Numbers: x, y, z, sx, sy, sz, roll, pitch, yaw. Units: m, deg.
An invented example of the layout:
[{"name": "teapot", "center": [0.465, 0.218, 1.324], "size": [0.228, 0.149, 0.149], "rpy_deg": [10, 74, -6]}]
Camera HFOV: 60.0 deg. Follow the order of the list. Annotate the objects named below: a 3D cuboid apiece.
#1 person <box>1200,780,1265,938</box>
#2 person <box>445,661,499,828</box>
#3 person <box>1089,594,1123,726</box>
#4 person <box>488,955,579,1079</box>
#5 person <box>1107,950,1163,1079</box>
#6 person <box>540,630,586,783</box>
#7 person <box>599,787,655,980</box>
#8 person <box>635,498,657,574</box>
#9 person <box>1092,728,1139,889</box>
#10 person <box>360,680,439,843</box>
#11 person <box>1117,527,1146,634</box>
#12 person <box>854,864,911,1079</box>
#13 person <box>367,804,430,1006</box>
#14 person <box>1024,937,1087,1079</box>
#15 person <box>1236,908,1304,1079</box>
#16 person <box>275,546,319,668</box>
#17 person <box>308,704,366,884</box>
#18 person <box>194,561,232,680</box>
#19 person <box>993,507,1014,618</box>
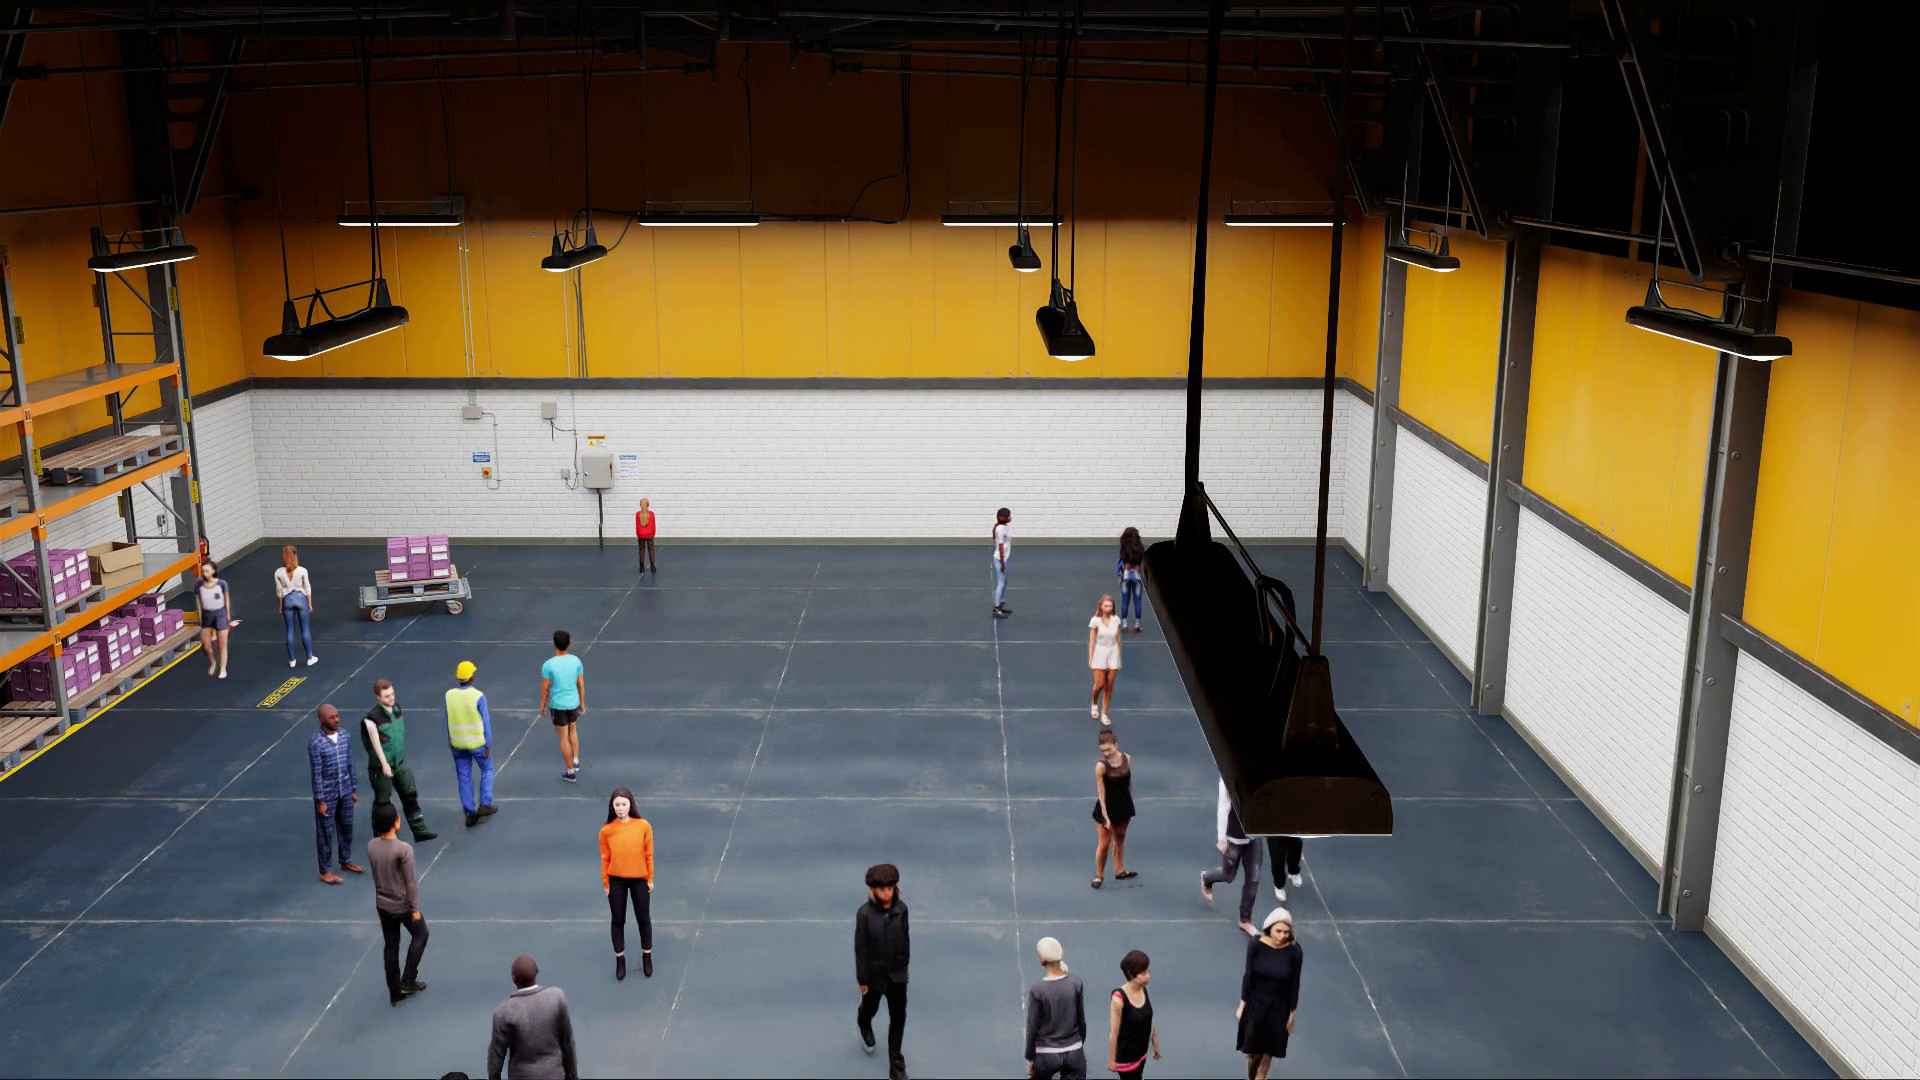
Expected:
[{"name": "person", "center": [2.575, 2.758, 15.495], "size": [0.997, 1.802, 1.190], "rpy_deg": [-7, 15, -26]}, {"name": "person", "center": [-5.285, 2.201, 17.797], "size": [0.656, 1.802, 0.652], "rpy_deg": [0, 14, -1]}, {"name": "person", "center": [1.823, 1.477, 21.031], "size": [0.641, 1.687, 0.696], "rpy_deg": [-3, 14, -13]}, {"name": "person", "center": [-2.875, 3.752, 11.409], "size": [1.006, 1.792, 1.107], "rpy_deg": [-8, 16, -31]}, {"name": "person", "center": [1.190, 3.702, 12.158], "size": [0.909, 1.537, 0.875], "rpy_deg": [11, 17, 38]}, {"name": "person", "center": [-4.485, 1.926, 19.021], "size": [0.783, 1.760, 0.834], "rpy_deg": [-10, 17, -36]}, {"name": "person", "center": [-2.917, 2.997, 14.624], "size": [0.651, 1.748, 0.601], "rpy_deg": [-2, 14, -10]}, {"name": "person", "center": [-5.361, -0.087, 28.350], "size": [0.524, 1.282, 0.543], "rpy_deg": [-3, 14, -13]}, {"name": "person", "center": [1.557, 2.608, 16.411], "size": [0.790, 1.662, 0.796], "rpy_deg": [12, 18, 41]}, {"name": "person", "center": [-6.018, 2.319, 17.288], "size": [0.937, 1.811, 1.001], "rpy_deg": [6, 15, 23]}, {"name": "person", "center": [2.569, 0.584, 24.856], "size": [0.664, 1.621, 0.621], "rpy_deg": [3, 14, 13]}, {"name": "person", "center": [-0.632, 3.360, 13.110], "size": [0.916, 1.753, 1.189], "rpy_deg": [-6, 15, -23]}, {"name": "person", "center": [-4.840, 3.120, 14.090], "size": [0.762, 1.759, 0.740], "rpy_deg": [4, 14, 15]}, {"name": "person", "center": [0.724, 3.693, 11.866], "size": [0.717, 1.692, 0.895], "rpy_deg": [-2, 14, -6]}, {"name": "person", "center": [2.315, 3.521, 12.496], "size": [0.651, 1.730, 0.703], "rpy_deg": [2, 14, 9]}, {"name": "person", "center": [-9.303, 0.911, 23.269], "size": [0.648, 1.733, 0.590], "rpy_deg": [-3, 14, -11]}, {"name": "person", "center": [-6.255, 2.492, 16.562], "size": [0.815, 1.817, 0.711], "rpy_deg": [8, 16, 29]}, {"name": "person", "center": [-10.194, 1.077, 22.781], "size": [0.659, 1.640, 0.667], "rpy_deg": [-3, 14, -14]}, {"name": "person", "center": [0.654, 0.328, 25.707], "size": [0.689, 1.719, 0.543], "rpy_deg": [4, 14, 15]}]
